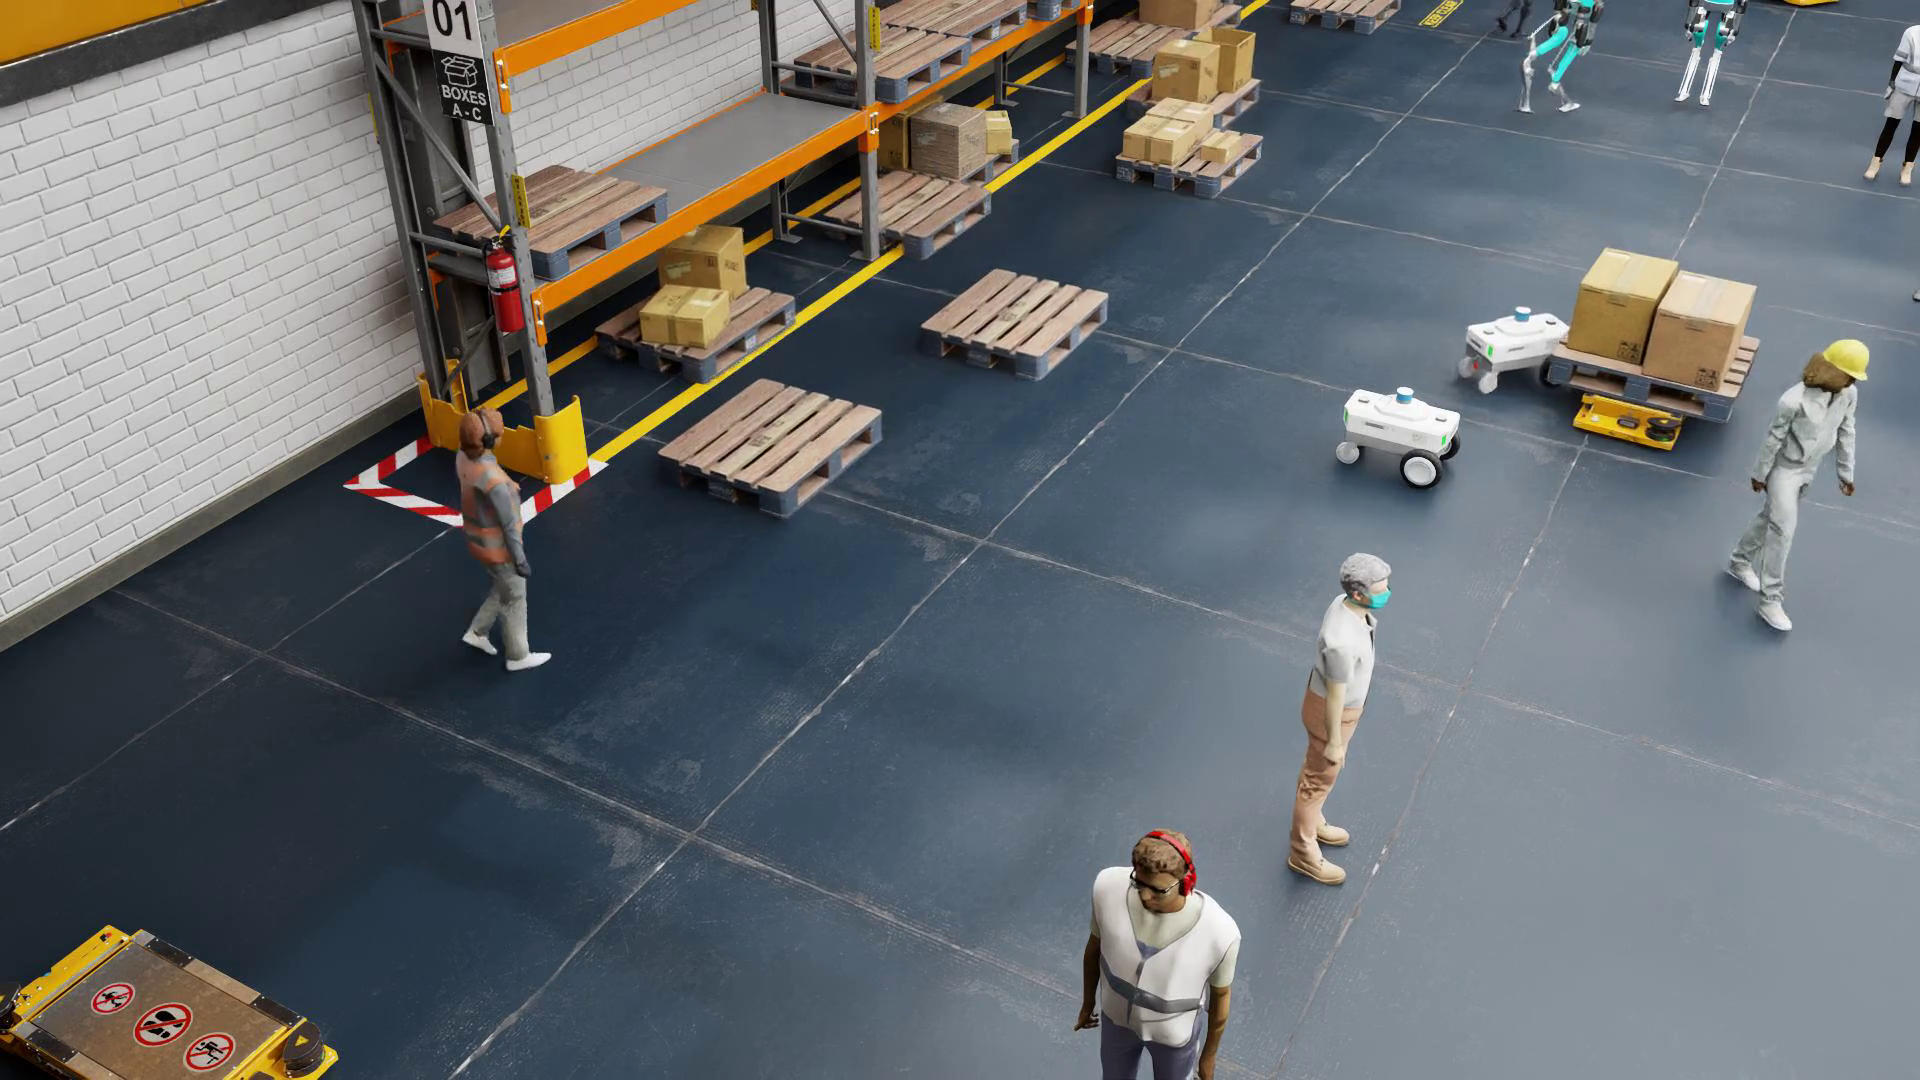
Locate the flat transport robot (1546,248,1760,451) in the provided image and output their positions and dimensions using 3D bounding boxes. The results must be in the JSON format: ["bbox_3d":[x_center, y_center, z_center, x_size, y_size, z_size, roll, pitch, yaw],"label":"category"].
[{"bbox_3d":[4.867,-1.081,11.784,0.659,0.231,1.431,19,38,26],"label":"flat transport robot"}]

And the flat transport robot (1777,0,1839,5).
[{"bbox_3d":[10.179,-6.917,20.613,0.659,0.231,1.431,-11,35,-16],"label":"flat transport robot"}]

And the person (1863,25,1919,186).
[{"bbox_3d":[8.622,-4.051,14.979,0.534,1.699,0.318,17,37,24],"label":"person"}]

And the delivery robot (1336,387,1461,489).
[{"bbox_3d":[2.899,-0.734,10.973,0.739,0.566,0.499,17,37,24],"label":"delivery robot"}]

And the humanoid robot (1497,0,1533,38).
[{"bbox_3d":[6.407,-6.504,18.710,0.375,1.642,0.611,-15,36,-21],"label":"humanoid robot"}]

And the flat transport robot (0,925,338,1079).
[{"bbox_3d":[-3.387,2.085,6.994,1.431,0.231,0.659,17,37,24],"label":"flat transport robot"}]

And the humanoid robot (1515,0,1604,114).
[{"bbox_3d":[5.861,-4.940,16.354,1.045,1.774,0.535,-20,38,-27],"label":"humanoid robot"}]

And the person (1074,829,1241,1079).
[{"bbox_3d":[0.703,1.748,6.073,0.563,1.846,0.391,17,37,24],"label":"person"}]

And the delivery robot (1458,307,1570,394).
[{"bbox_3d":[4.008,-1.394,11.990,0.772,0.586,0.499,-10,35,-15],"label":"delivery robot"}]

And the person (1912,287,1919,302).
[{"bbox_3d":[7.866,-2.692,12.792,0.563,1.845,0.391,17,37,24],"label":"person"}]

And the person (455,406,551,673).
[{"bbox_3d":[-2.463,0.033,8.870,0.395,1.627,0.515,-20,38,-27],"label":"person"}]

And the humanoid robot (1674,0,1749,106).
[{"bbox_3d":[7.542,-5.209,16.577,0.533,1.677,0.735,17,37,24],"label":"humanoid robot"}]

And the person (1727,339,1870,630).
[{"bbox_3d":[4.777,-0.338,9.358,0.486,1.701,0.764,-14,36,-20],"label":"person"}]

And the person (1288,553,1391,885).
[{"bbox_3d":[1.731,0.790,7.611,0.327,1.747,0.481,11,35,15],"label":"person"}]
